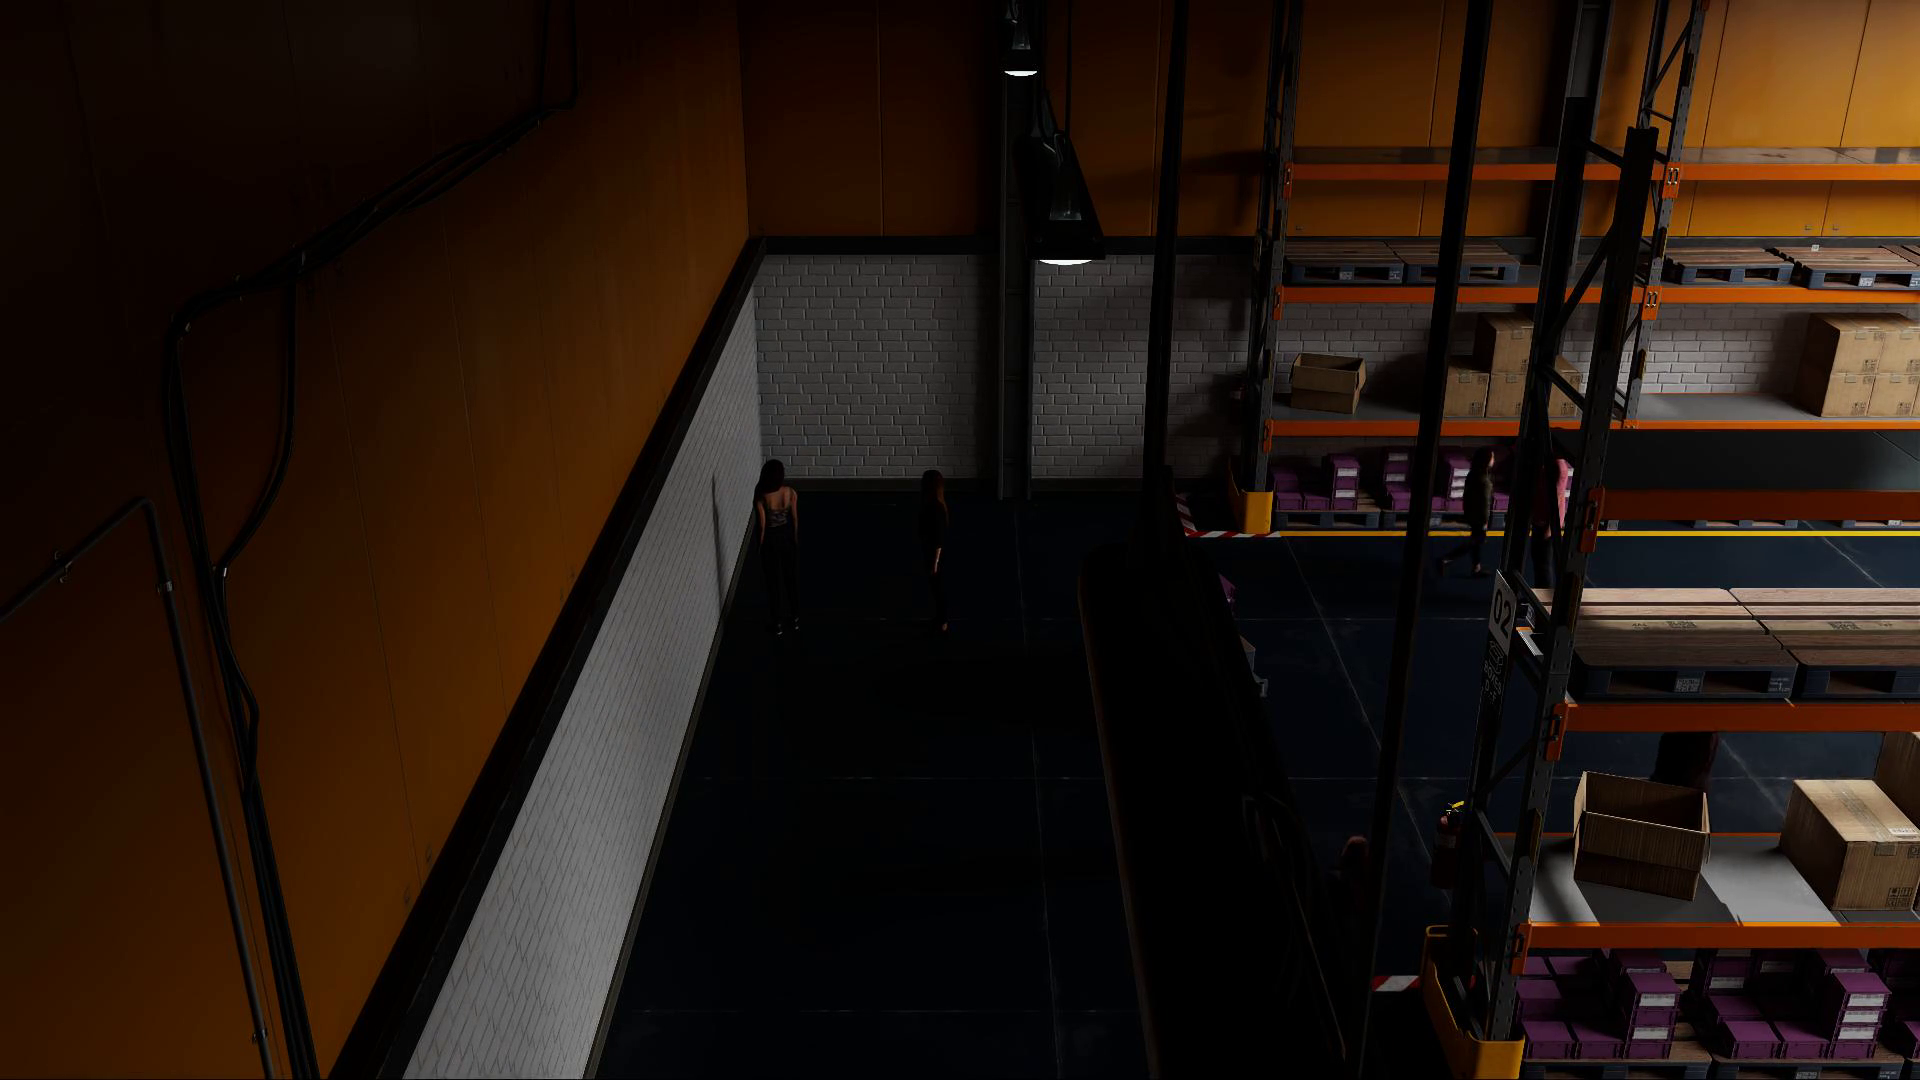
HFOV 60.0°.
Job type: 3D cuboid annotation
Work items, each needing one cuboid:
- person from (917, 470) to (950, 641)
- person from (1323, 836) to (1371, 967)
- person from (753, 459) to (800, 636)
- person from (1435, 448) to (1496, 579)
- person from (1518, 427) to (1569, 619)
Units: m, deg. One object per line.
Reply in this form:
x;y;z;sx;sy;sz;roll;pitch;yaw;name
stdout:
-0.233;0.127;16.048;0.524;1.712;0.618;-1;24;-3;person
2.476;2.616;10.662;0.907;1.464;0.628;0;24;-1;person
-1.765;0.055;16.140;0.644;1.770;0.753;-14;27;-28;person
5.284;-0.245;17.213;0.881;1.459;0.587;1;24;1;person
5.823;-0.186;16.454;0.556;1.958;0.627;0;24;1;person
